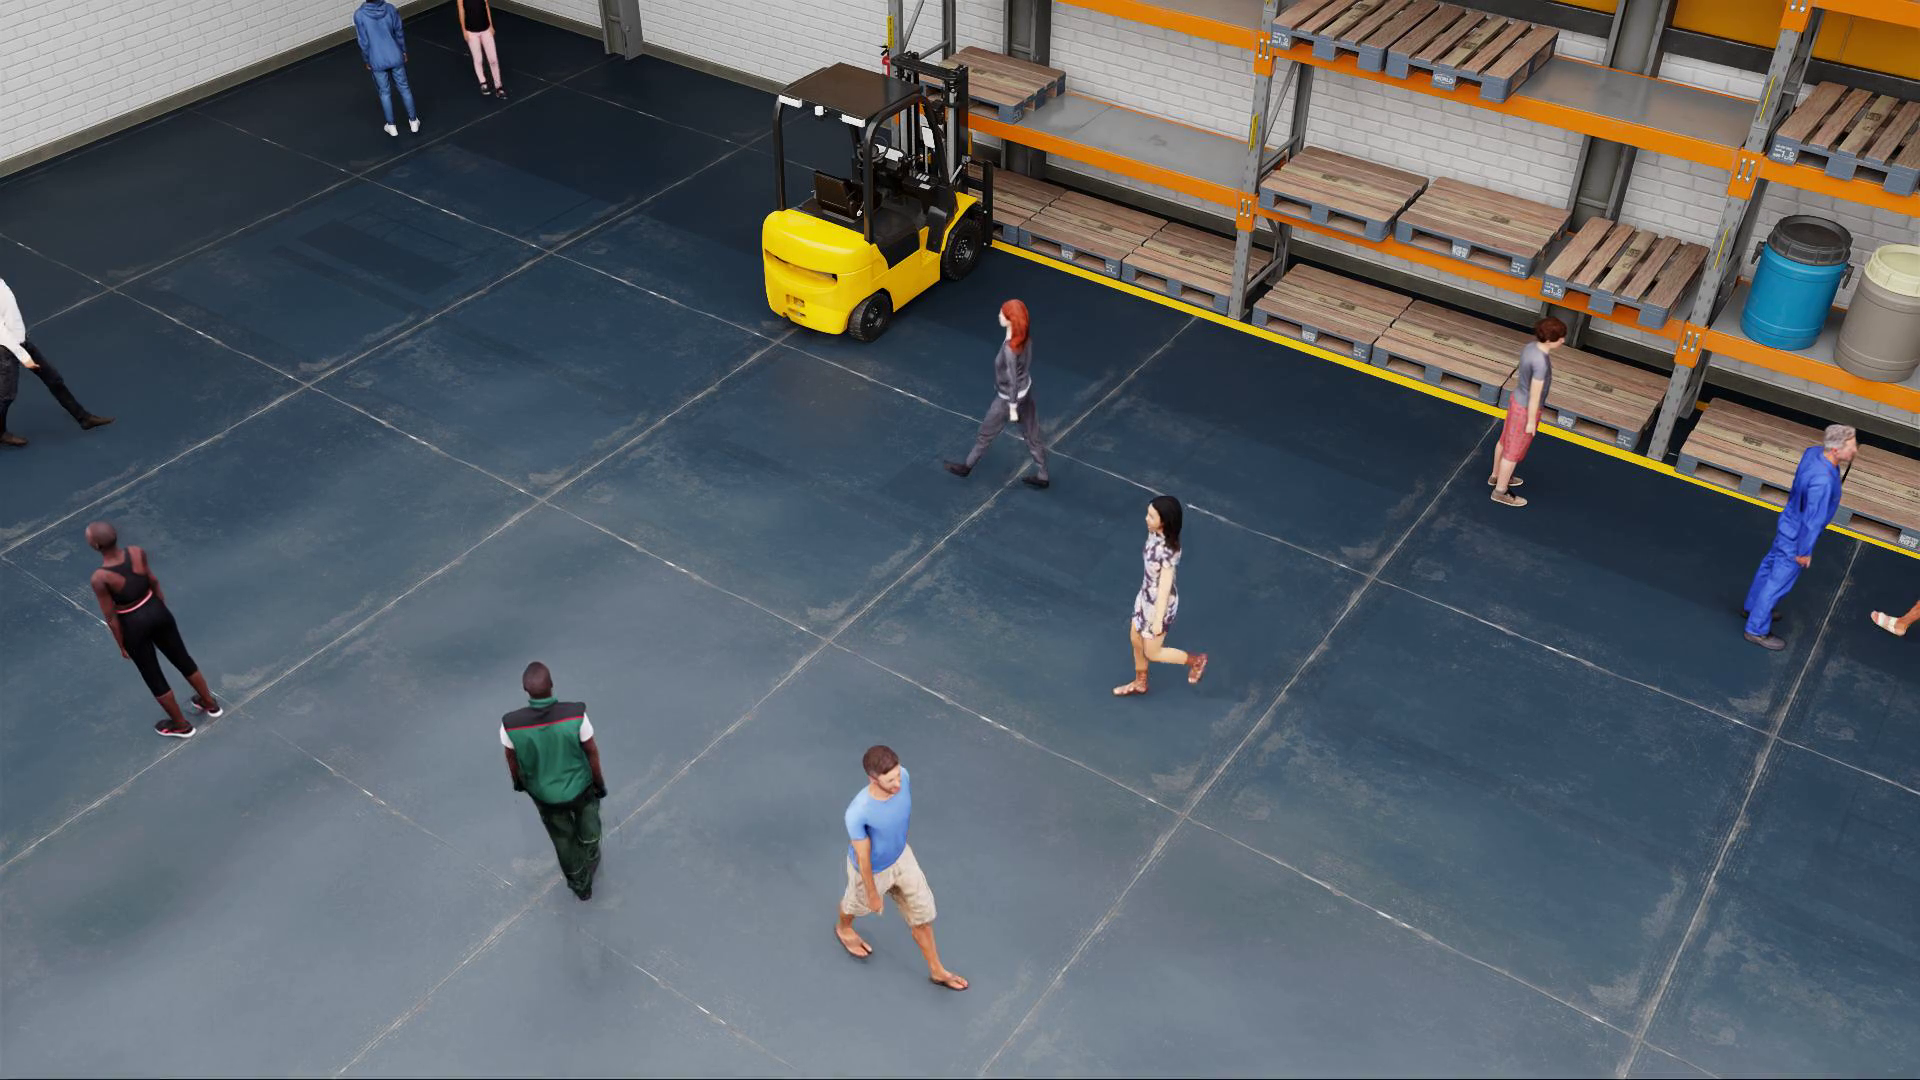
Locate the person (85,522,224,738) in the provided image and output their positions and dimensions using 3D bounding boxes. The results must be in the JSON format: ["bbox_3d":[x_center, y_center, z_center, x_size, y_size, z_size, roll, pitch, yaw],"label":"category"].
[{"bbox_3d":[-5.427,0.589,11.130,0.613,1.743,0.625,19,42,22],"label":"person"}]

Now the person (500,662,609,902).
[{"bbox_3d":[-2.378,1.510,9.910,0.863,1.826,0.919,-8,39,-9],"label":"person"}]

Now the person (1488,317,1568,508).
[{"bbox_3d":[4.506,-1.054,13.263,0.656,1.648,0.669,6,39,7],"label":"person"}]

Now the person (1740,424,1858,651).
[{"bbox_3d":[5.977,-0.066,11.881,0.663,1.829,0.772,12,40,15],"label":"person"}]

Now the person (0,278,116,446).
[{"bbox_3d":[-7.917,-1.537,13.727,1.262,1.825,1.184,-5,39,-7],"label":"person"}]

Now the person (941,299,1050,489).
[{"bbox_3d":[0.515,-1.112,13.270,1.186,1.731,0.823,11,40,14],"label":"person"}]

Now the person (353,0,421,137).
[{"bbox_3d":[-6.432,-5.428,18.610,0.759,1.811,0.756,-16,41,-19],"label":"person"}]

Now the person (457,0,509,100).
[{"bbox_3d":[-5.670,-5.978,19.516,0.755,1.539,0.909,-19,42,-22],"label":"person"}]

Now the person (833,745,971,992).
[{"bbox_3d":[-0.531,1.803,9.550,1.232,1.818,0.754,30,47,32],"label":"person"}]

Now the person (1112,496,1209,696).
[{"bbox_3d":[1.421,0.427,11.353,0.979,1.717,0.933,-8,39,-9],"label":"person"}]
